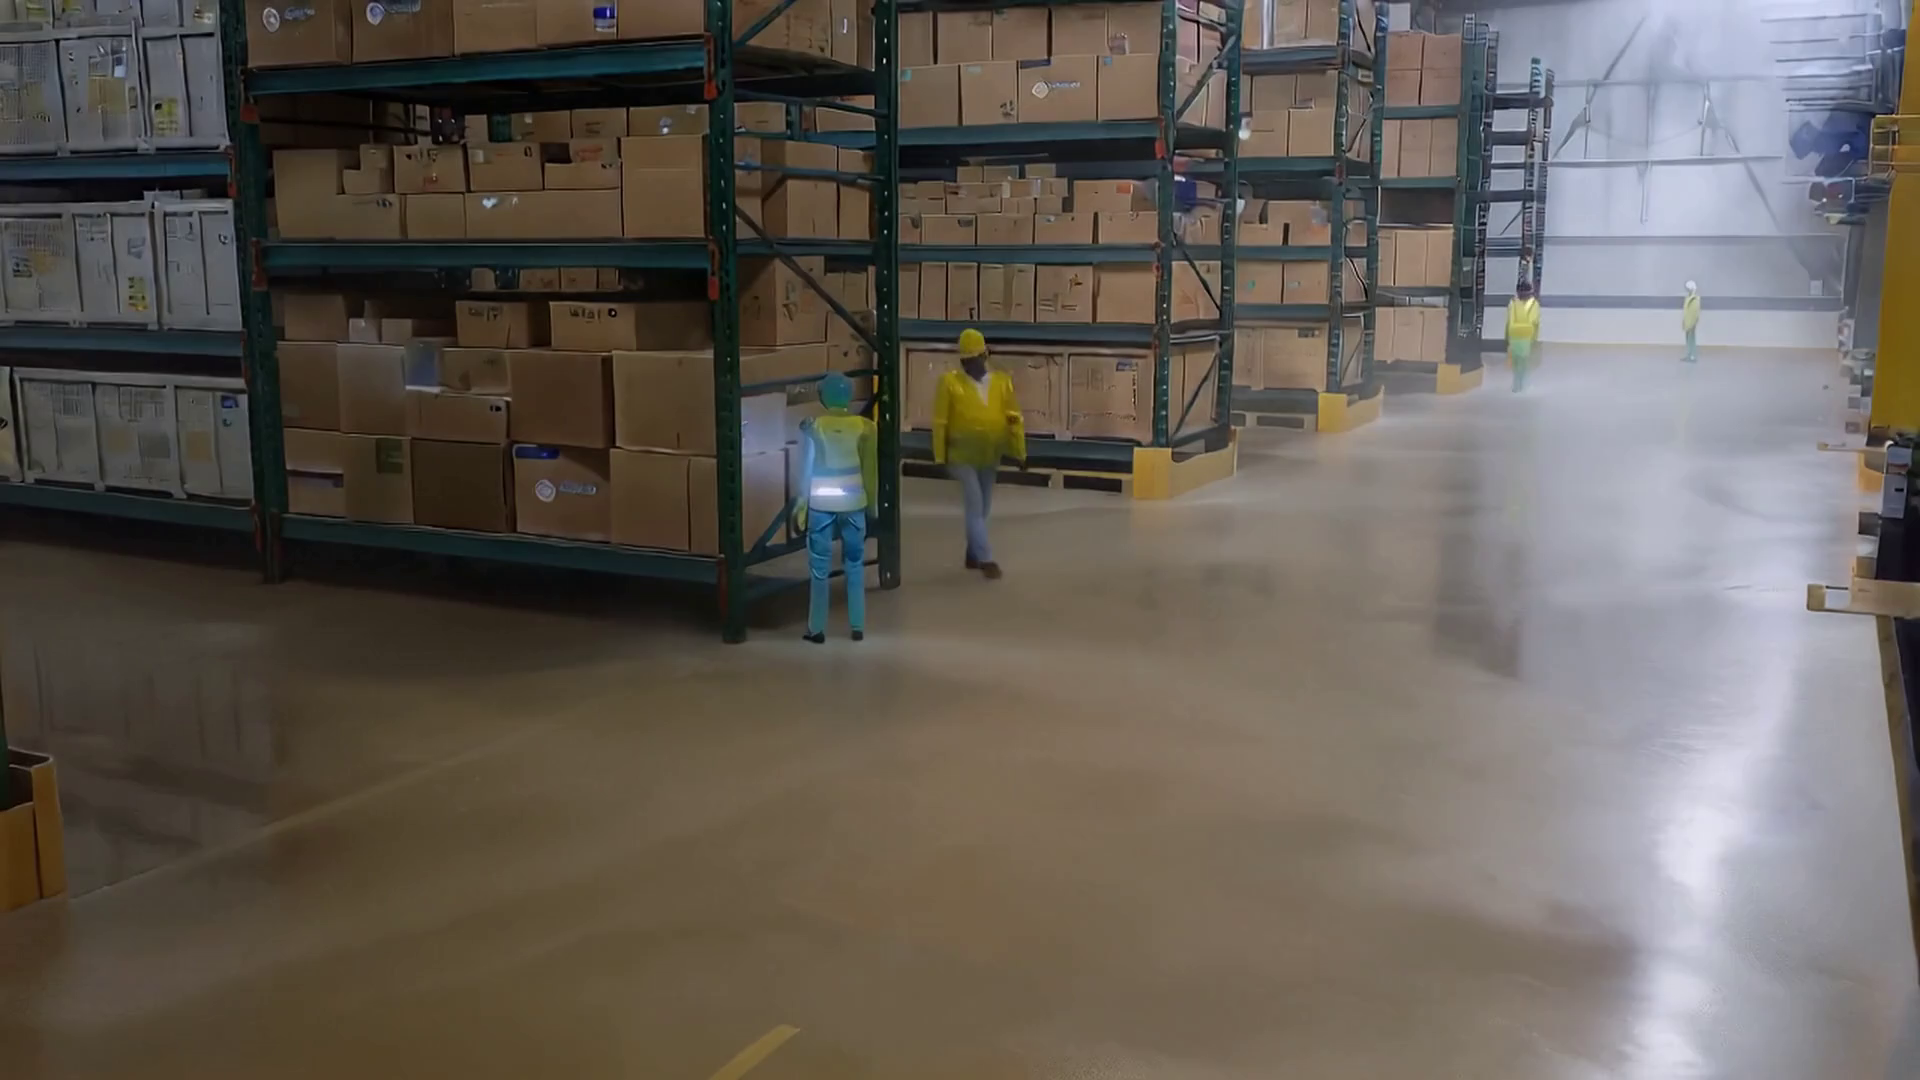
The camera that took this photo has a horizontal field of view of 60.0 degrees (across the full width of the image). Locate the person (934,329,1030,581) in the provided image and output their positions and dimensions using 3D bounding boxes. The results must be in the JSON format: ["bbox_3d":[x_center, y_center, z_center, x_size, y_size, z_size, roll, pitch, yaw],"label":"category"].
[{"bbox_3d":[0.185,-0.612,11.940,0.655,1.781,0.874,-5,11,-27],"label":"person"}]

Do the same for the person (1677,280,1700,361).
[{"bbox_3d":[15.728,-4.724,35.891,0.361,1.742,0.563,0,10,0],"label":"person"}]

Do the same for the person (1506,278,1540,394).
[{"bbox_3d":[9.279,-3.355,27.463,0.553,1.922,0.419,6,11,29],"label":"person"}]

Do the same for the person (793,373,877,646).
[{"bbox_3d":[-0.733,-0.179,9.898,0.520,1.630,0.321,-4,11,-23],"label":"person"}]
